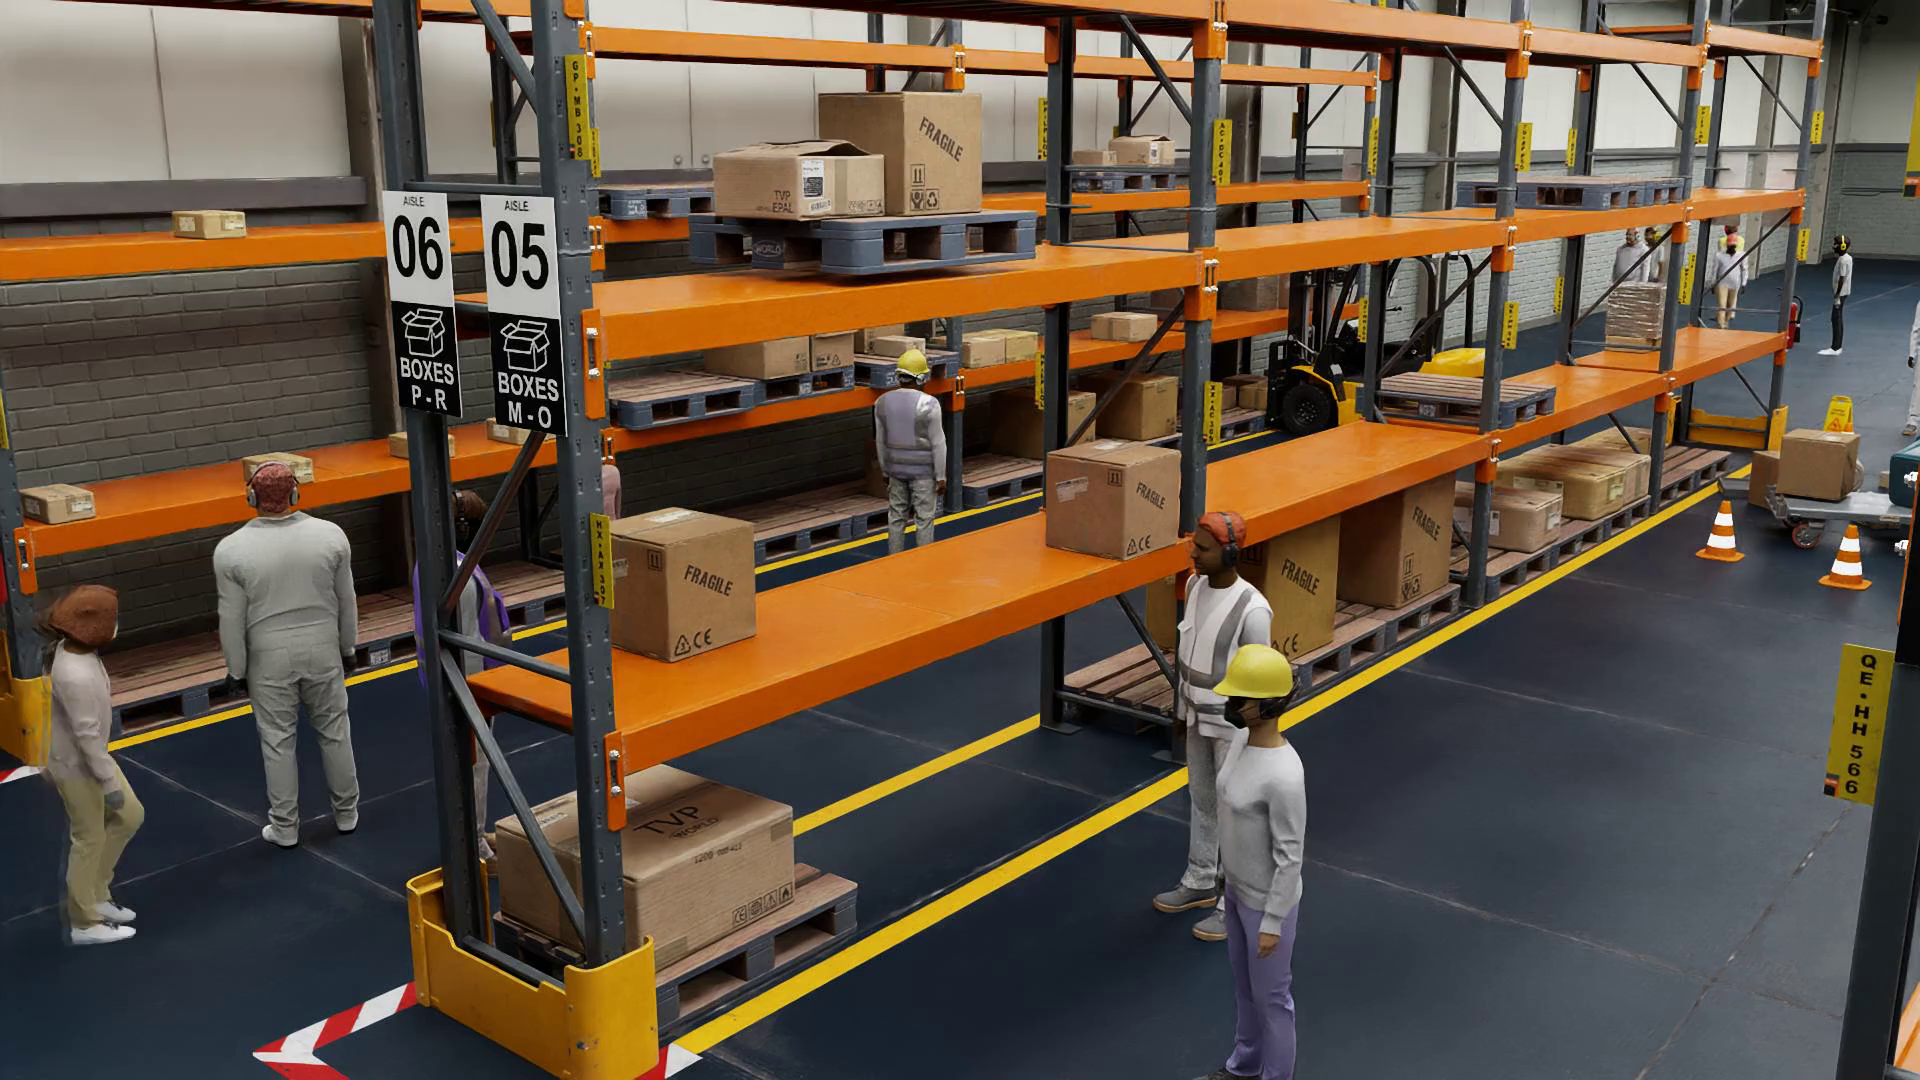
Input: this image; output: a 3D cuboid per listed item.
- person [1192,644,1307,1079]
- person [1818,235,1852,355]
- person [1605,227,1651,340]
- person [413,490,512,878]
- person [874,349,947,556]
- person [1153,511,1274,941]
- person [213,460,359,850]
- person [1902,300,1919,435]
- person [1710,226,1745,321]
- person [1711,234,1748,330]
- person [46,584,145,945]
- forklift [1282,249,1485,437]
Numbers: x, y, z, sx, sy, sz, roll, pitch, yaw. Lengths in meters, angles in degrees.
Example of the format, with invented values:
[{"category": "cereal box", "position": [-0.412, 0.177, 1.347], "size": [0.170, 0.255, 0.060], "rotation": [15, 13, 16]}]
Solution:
[{"category": "person", "position": [1.003, 1.207, 5.719], "size": [0.317, 1.769, 0.522], "rotation": [-2, 14, -9]}, {"category": "person", "position": [13.721, -3.818, 25.995], "size": [0.334, 1.860, 0.509], "rotation": [8, 16, 30]}, {"category": "person", "position": [11.100, -4.250, 27.648], "size": [0.409, 1.907, 0.651], "rotation": [-9, 16, -32]}, {"category": "person", "position": [-2.306, 0.670, 7.783], "size": [0.429, 1.837, 0.630], "rotation": [-6, 15, -25]}, {"category": "person", "position": [-0.354, -0.537, 12.683], "size": [0.590, 1.833, 0.404], "rotation": [7, 16, 28]}, {"category": "person", "position": [1.109, 0.792, 7.171], "size": [0.362, 1.882, 0.576], "rotation": [-6, 15, -23]}, {"category": "person", "position": [-3.252, 0.554, 8.088], "size": [0.636, 1.911, 0.404], "rotation": [-9, 17, -33]}, {"category": "person", "position": [11.152, -2.111, 18.990], "size": [0.573, 1.882, 0.355], "rotation": [10, 17, 35]}, {"category": "person", "position": [14.157, -4.949, 30.628], "size": [0.567, 1.841, 0.377], "rotation": [-6, 15, -22]}, {"category": "person", "position": [13.416, -4.492, 29.041], "size": [0.561, 1.714, 0.897], "rotation": [4, 14, 15]}, {"category": "person", "position": [-3.668, 0.961, 7.025], "size": [0.384, 1.612, 0.527], "rotation": [-6, 15, -22]}, {"category": "forklift", "position": [4.886, -2.214, 18.767], "size": [2.313, 2.155, 1.214], "rotation": [11, 18, 38]}]
